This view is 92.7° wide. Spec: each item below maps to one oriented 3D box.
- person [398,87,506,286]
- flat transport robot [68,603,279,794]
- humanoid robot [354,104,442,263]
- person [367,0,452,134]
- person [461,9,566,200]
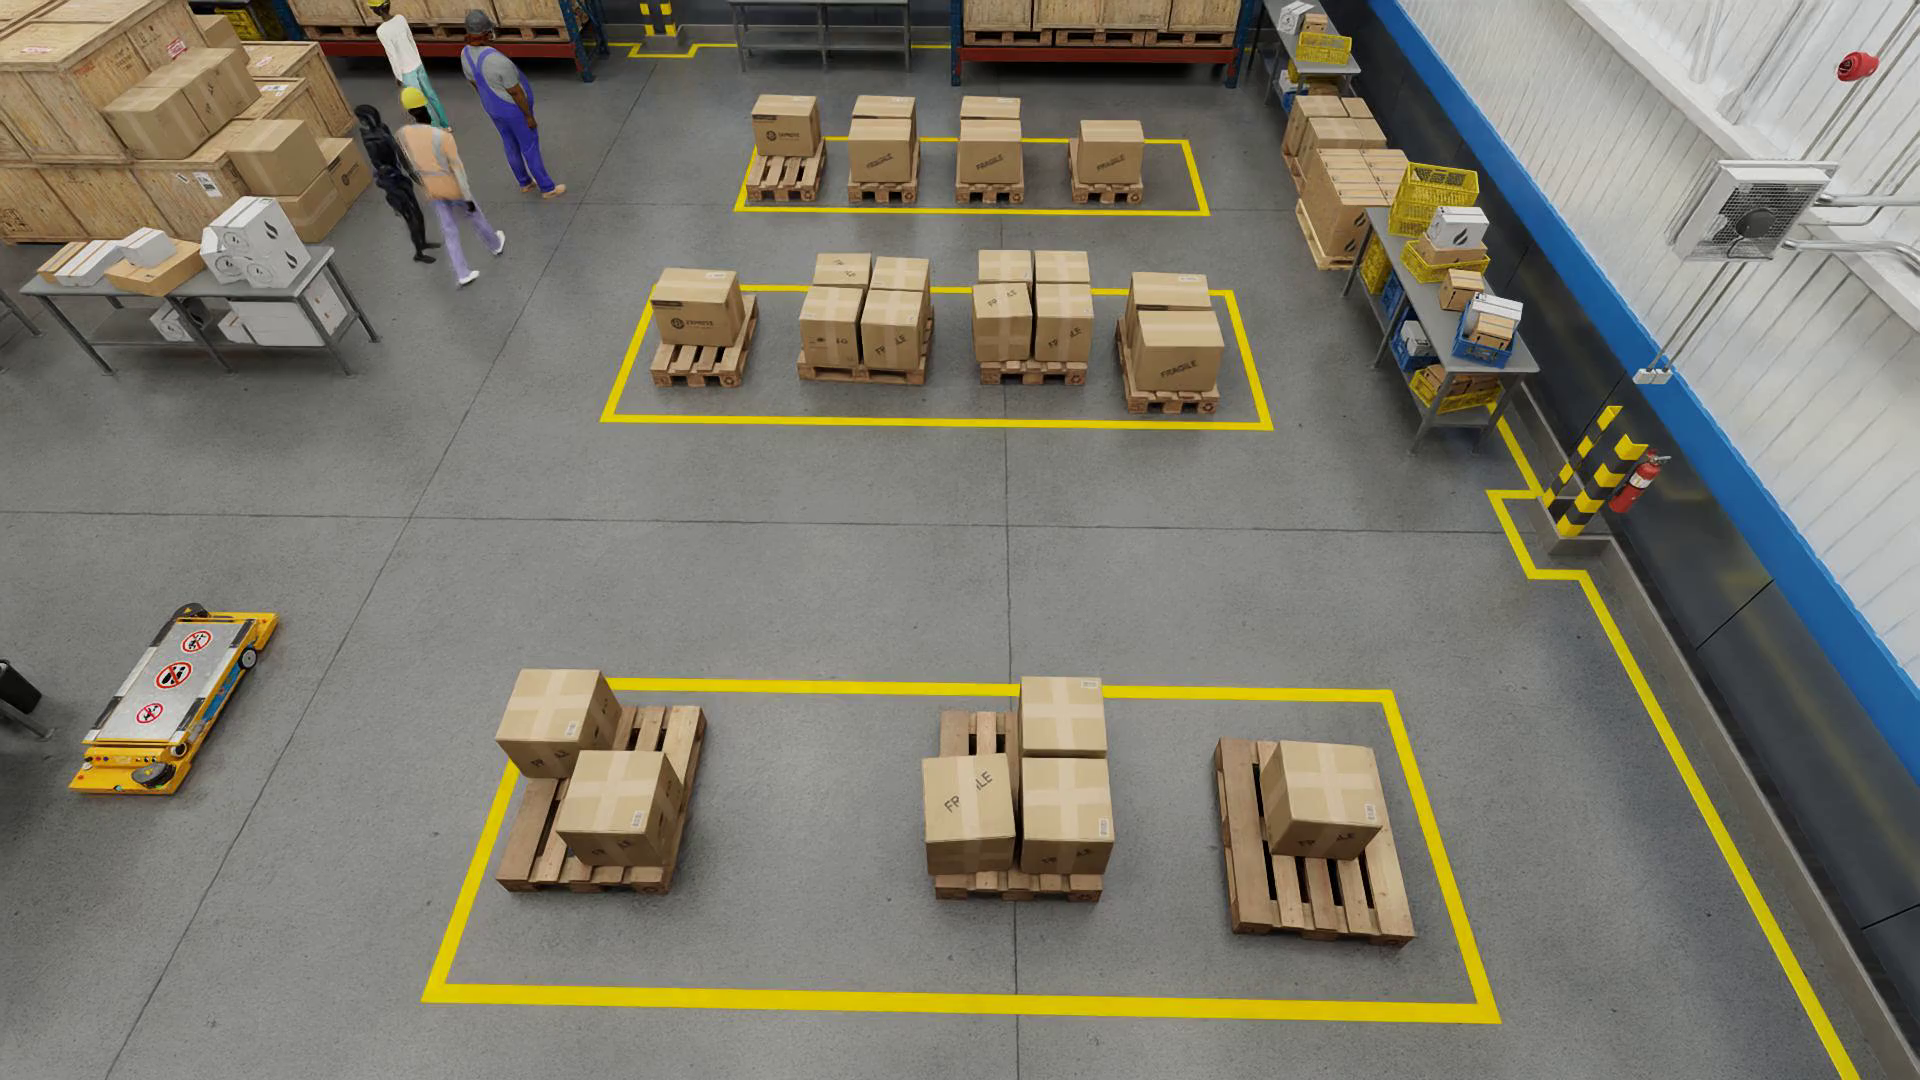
[{"bbox_3d":[-5.235,-3.629,9.385,0.592,1.867,0.969,2,50,2],"label":"person"},{"bbox_3d":[-5.504,1.072,6.442,0.652,0.197,1.431,1,50,1],"label":"flat transport robot"},{"bbox_3d":[-5.880,-3.735,9.608,0.365,1.652,0.599,-5,50,-5],"label":"humanoid robot"},{"bbox_3d":[-6.814,-5.825,11.314,0.308,1.768,0.521,7,50,6],"label":"person"},{"bbox_3d":[-5.061,-4.891,10.346,0.682,2.000,0.539,21,53,17],"label":"person"}]
